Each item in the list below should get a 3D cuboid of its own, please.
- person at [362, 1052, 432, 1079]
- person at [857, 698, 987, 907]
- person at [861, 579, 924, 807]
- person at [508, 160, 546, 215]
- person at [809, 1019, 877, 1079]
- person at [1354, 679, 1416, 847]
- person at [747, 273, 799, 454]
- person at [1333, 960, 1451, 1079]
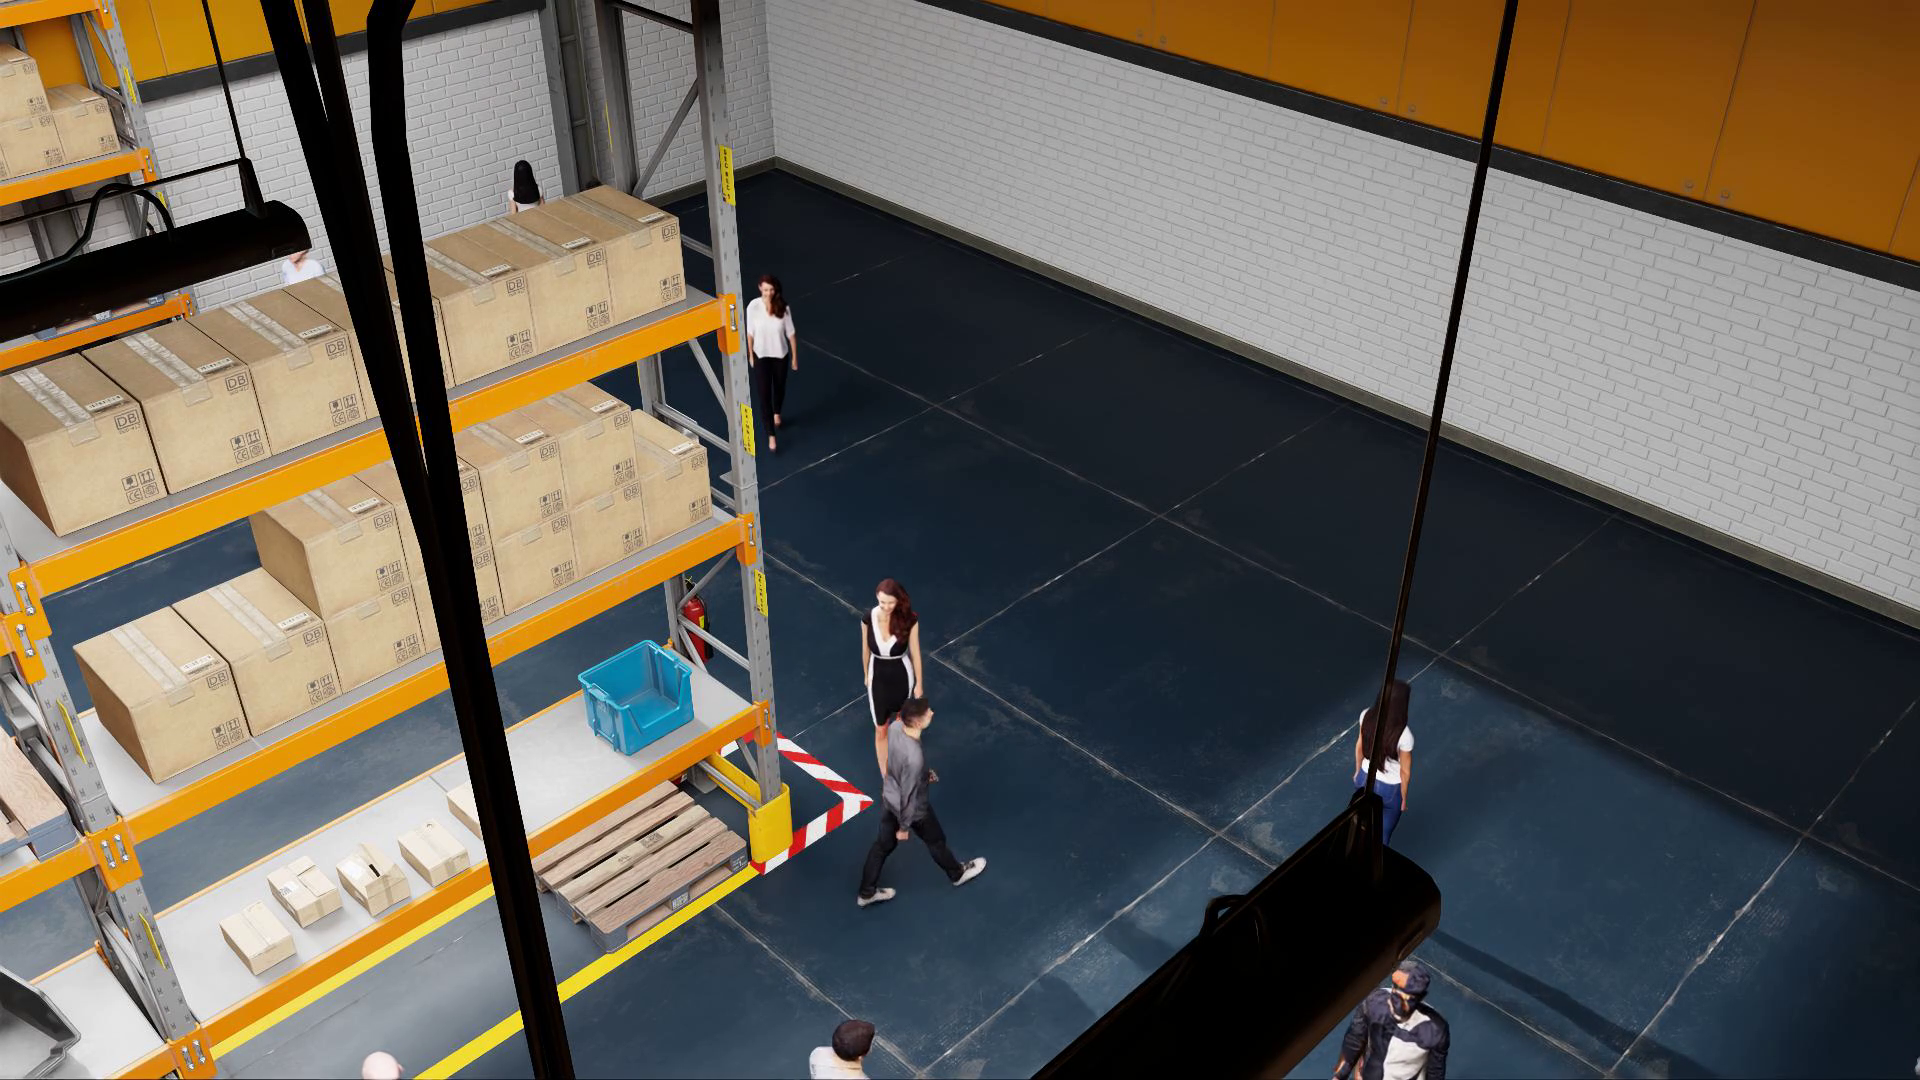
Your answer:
[{"bbox_3d":[-2.834,3.307,8.577,0.711,1.832,0.525,27,42,34],"label":"person"},{"bbox_3d":[-0.431,1.776,10.991,1.218,1.709,0.863,-17,37,-24],"label":"person"},{"bbox_3d":[-0.486,0.998,12.120,1.062,1.756,1.175,2,34,4],"label":"person"},{"bbox_3d":[-4.819,-3.433,18.769,0.705,1.775,0.808,-13,36,-18],"label":"person"},{"bbox_3d":[-0.669,3.248,8.671,1.122,1.826,0.780,-27,42,-35],"label":"person"},{"bbox_3d":[2.798,1.658,11.108,0.540,1.776,0.604,-24,41,-32],"label":"person"},{"bbox_3d":[-1.850,-1.811,16.340,1.013,1.763,0.998,-6,34,-9],"label":"person"},{"bbox_3d":[2.386,2.938,9.119,0.800,1.848,1.240,24,40,31],"label":"person"}]
